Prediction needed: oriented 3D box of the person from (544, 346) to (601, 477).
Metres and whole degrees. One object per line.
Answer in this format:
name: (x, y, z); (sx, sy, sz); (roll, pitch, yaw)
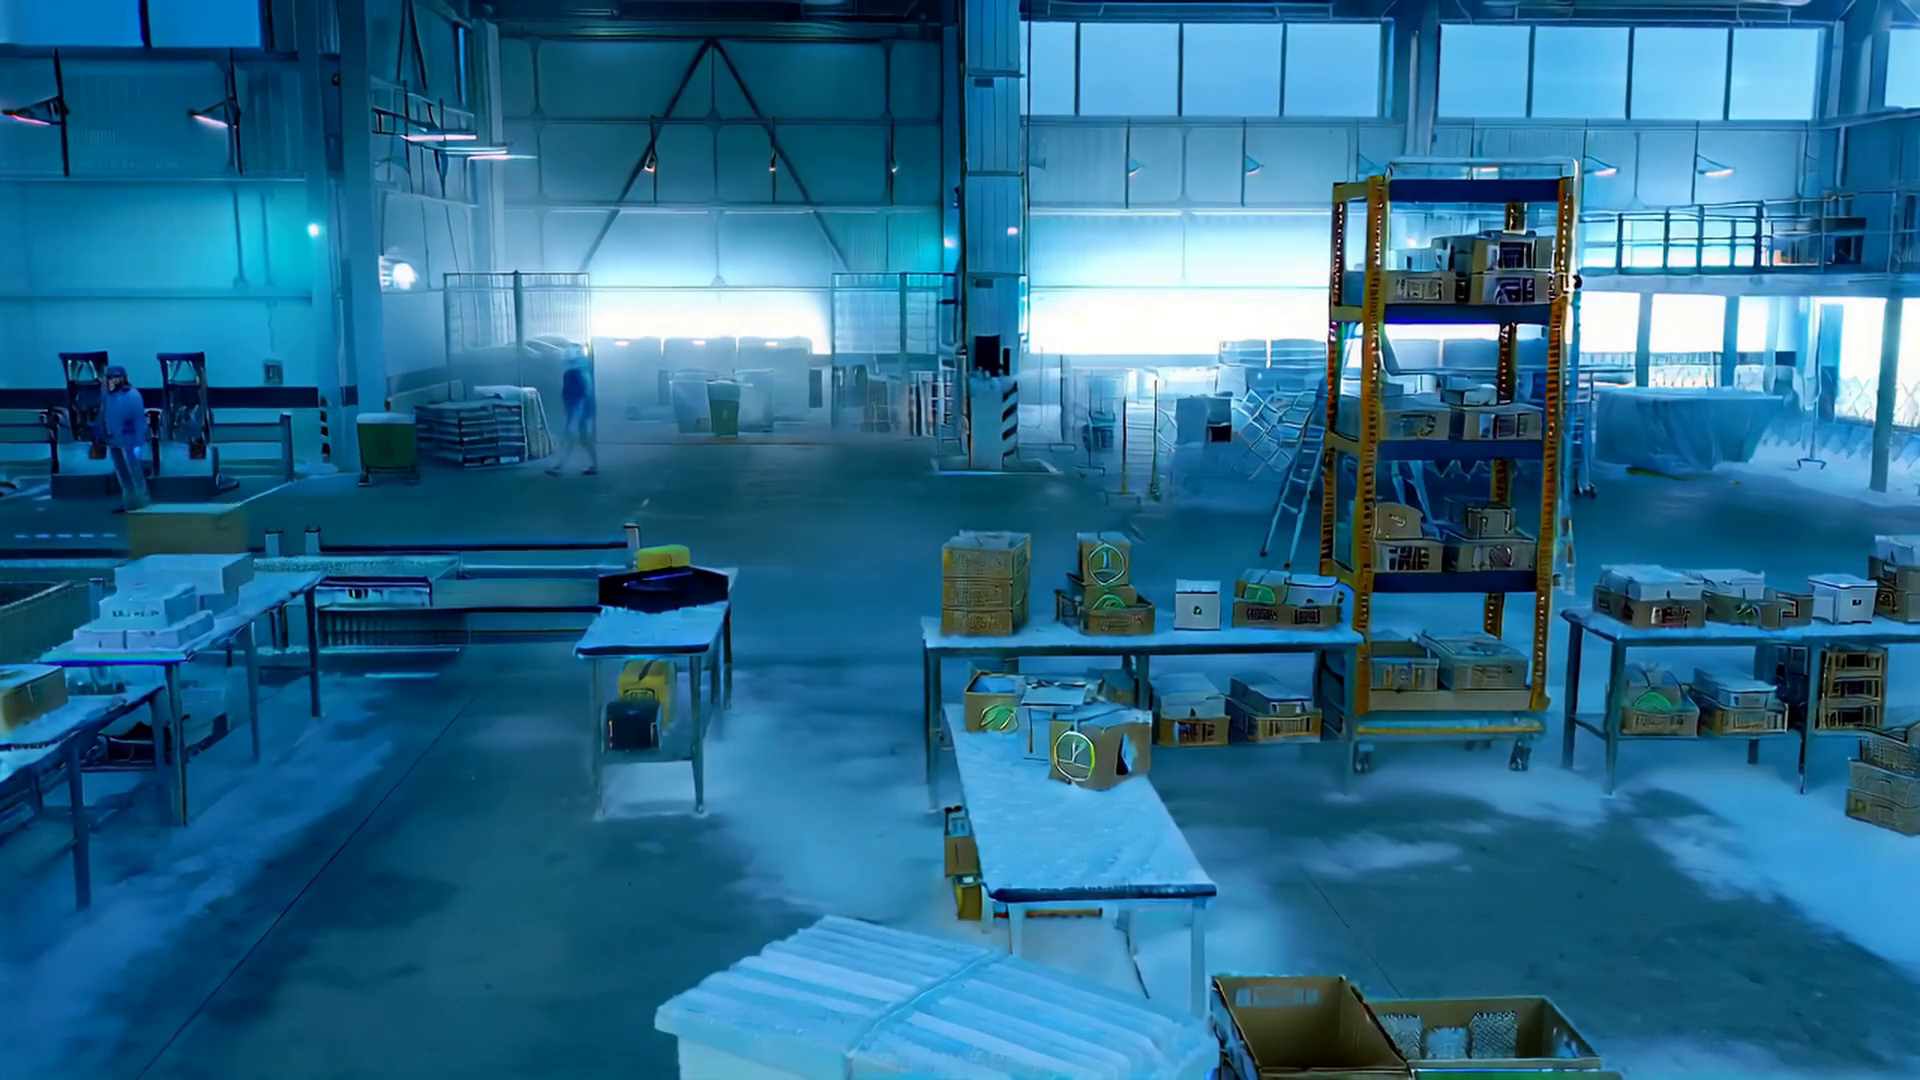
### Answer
person: (-5.826, -1.910, 24.863); (0.921, 1.987, 0.637); (-4, 10, -24)

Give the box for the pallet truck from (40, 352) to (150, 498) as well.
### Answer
pallet truck: (-11.907, -1.642, 23.165); (0.823, 1.965, 1.885); (0, 9, 0)

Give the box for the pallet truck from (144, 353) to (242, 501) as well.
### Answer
pallet truck: (-10.520, -1.604, 22.925); (0.823, 1.965, 1.885); (-1, 9, -6)

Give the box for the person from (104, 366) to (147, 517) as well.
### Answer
person: (-10.523, -1.238, 20.913); (0.654, 1.904, 0.406); (6, 11, 34)

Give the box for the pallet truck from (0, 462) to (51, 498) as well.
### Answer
pallet truck: (-13.193, -1.293, 23.148); (0.653, 1.274, 1.630); (-1, 9, -4)
